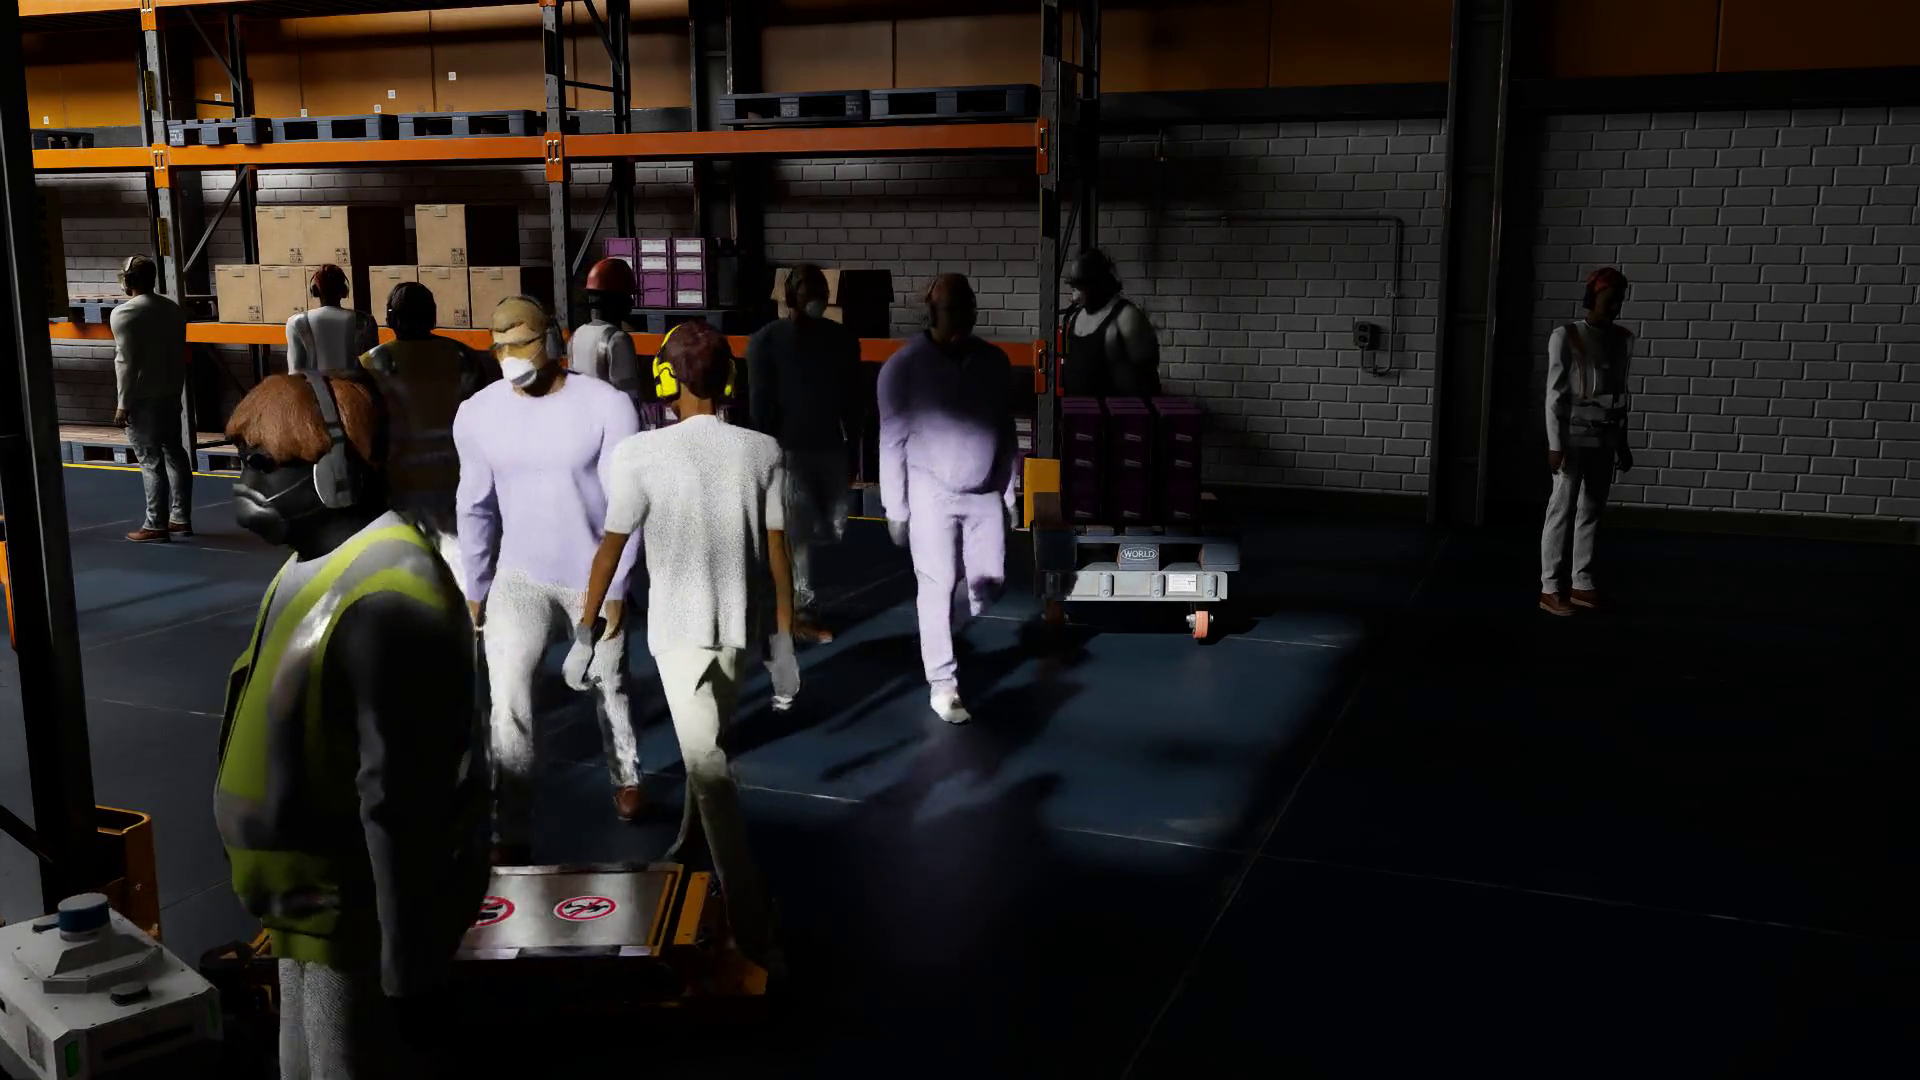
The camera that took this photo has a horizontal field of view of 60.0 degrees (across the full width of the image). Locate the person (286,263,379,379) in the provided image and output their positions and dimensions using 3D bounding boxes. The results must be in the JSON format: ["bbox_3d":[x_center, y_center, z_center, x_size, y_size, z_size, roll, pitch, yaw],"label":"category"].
[{"bbox_3d":[-4.033,-0.840,10.788,0.585,1.877,0.337,-5,11,-25],"label":"person"}]

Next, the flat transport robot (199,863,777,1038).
[{"bbox_3d":[-1.229,1.092,4.508,1.431,0.197,0.652,-1,10,-3],"label":"flat transport robot"}]

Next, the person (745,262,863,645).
[{"bbox_3d":[-0.814,-0.459,8.537,0.626,1.925,0.656,-6,12,-29],"label":"person"}]

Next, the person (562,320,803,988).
[{"bbox_3d":[-0.741,0.302,4.647,0.608,1.811,0.985,-7,12,-33],"label":"person"}]

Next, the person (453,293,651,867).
[{"bbox_3d":[-1.325,0.120,5.493,0.651,1.880,0.934,0,10,0],"label":"person"}]

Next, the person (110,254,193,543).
[{"bbox_3d":[-5.453,-0.945,11.210,0.372,1.940,0.631,2,10,11],"label":"person"}]

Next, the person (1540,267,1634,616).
[{"bbox_3d":[3.423,-0.533,9.057,0.572,1.887,0.354,-5,11,-25],"label":"person"}]

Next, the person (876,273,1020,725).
[{"bbox_3d":[-0.065,-0.193,7.136,0.655,1.895,0.582,-6,12,-30],"label":"person"}]

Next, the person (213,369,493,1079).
[{"bbox_3d":[-0.958,0.613,2.849,0.672,1.821,0.641,-5,12,-28],"label":"person"}]

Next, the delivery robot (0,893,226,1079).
[{"bbox_3d":[-1.955,1.040,3.746,0.707,0.478,0.477,10,14,44],"label":"delivery robot"}]

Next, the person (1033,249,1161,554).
[{"bbox_3d":[0.886,-0.816,10.207,1.073,2.000,0.708,-5,11,-27],"label":"person"}]

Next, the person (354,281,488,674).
[{"bbox_3d":[-2.473,-0.257,7.644,0.621,1.845,0.429,-9,13,-40],"label":"person"}]

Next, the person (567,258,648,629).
[{"bbox_3d":[-1.805,-0.495,8.710,0.364,1.934,0.553,-9,14,-42],"label":"person"}]
